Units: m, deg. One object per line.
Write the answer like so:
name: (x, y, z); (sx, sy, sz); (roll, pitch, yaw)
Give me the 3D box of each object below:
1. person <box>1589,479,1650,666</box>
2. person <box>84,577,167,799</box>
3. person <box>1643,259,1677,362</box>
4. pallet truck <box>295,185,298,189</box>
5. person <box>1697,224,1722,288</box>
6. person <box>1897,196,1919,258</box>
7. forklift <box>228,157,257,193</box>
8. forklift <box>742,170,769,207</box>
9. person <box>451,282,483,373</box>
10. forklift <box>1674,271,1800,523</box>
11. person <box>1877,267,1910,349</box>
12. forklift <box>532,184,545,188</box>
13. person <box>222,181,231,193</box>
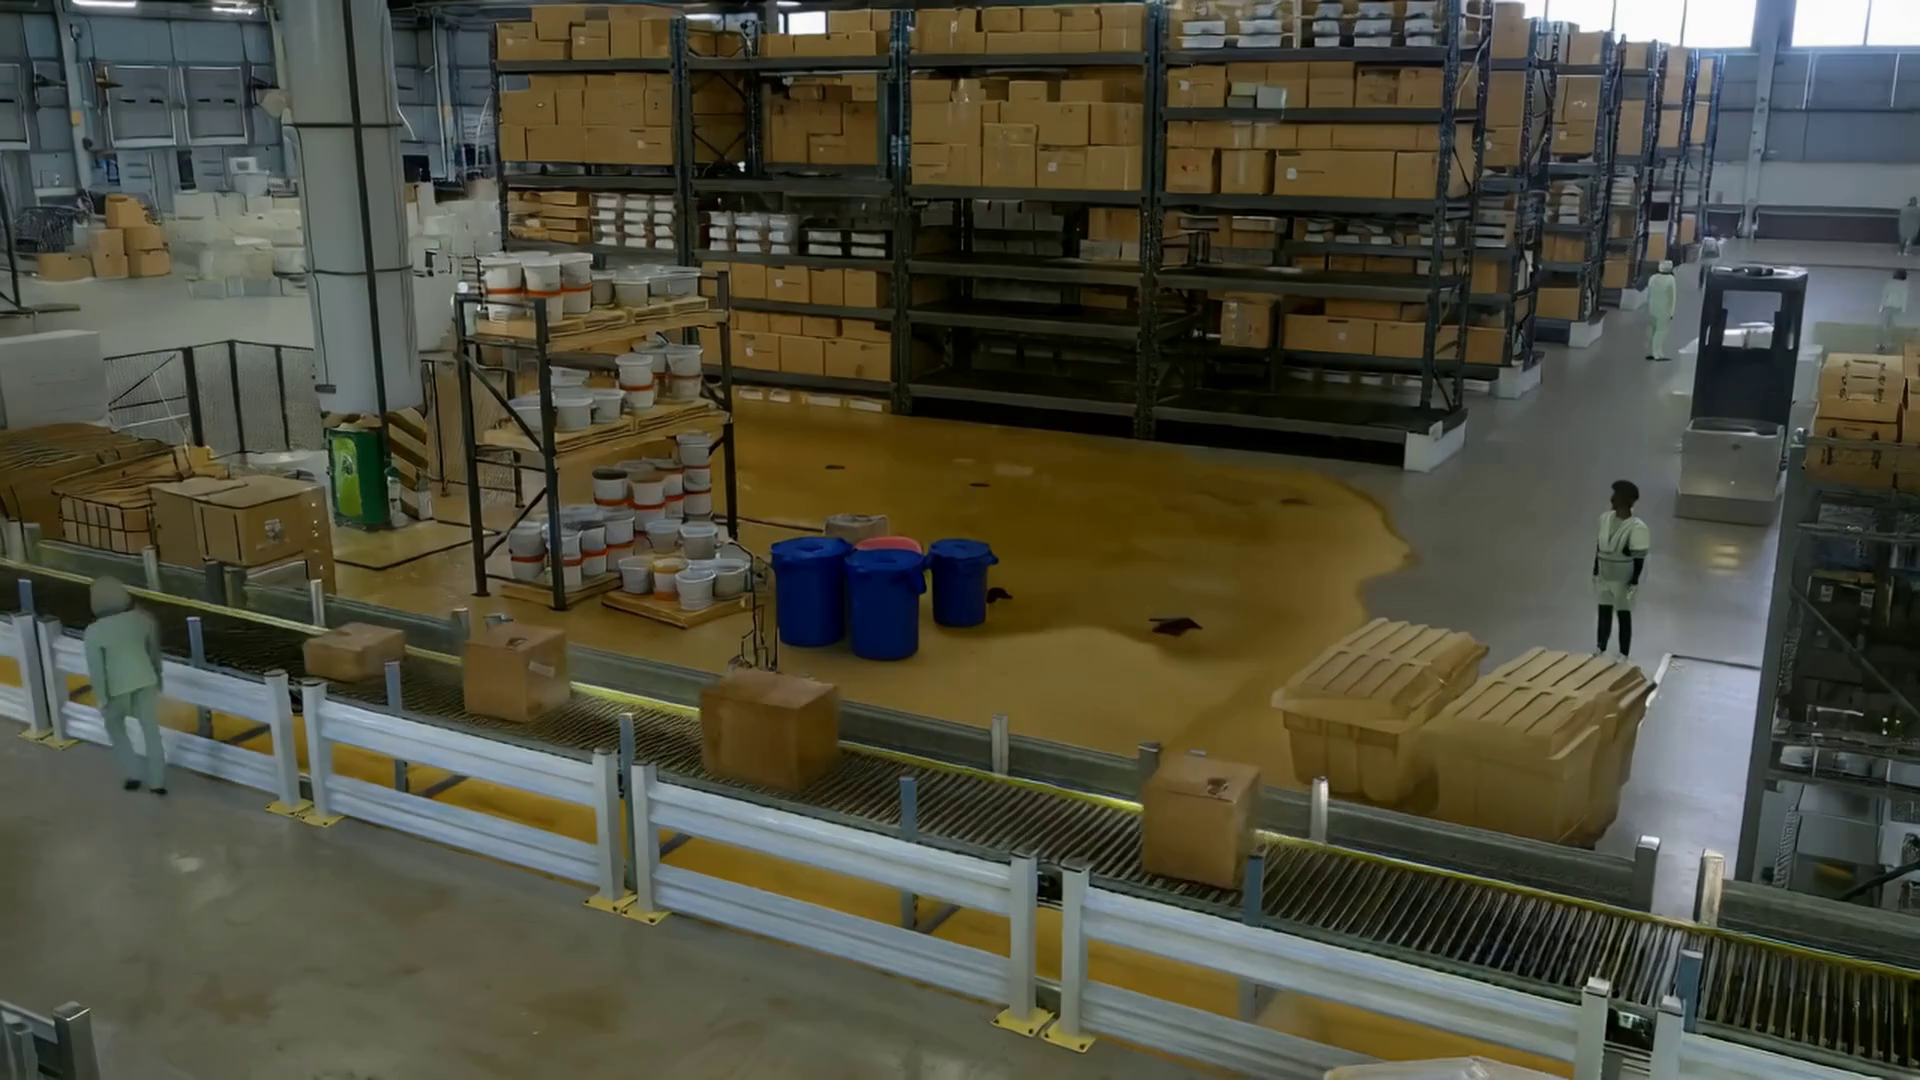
person: (5.593, 0.317, 14.175); (0.319, 1.697, 0.532); (-6, 16, -22)
person: (-5.805, 1.035, 11.626); (0.461, 1.616, 0.529); (13, 20, 41)
person: (13.137, -4.293, 31.128); (0.398, 1.899, 0.650); (-6, 16, -22)
pallet truck: (-26.804, -14.617, 69.738); (1.885, 1.965, 0.823); (-14, 20, -42)
person: (19.301, -7.297, 42.834); (0.560, 1.670, 0.672); (8, 17, 26)
person: (29.188, -9.621, 51.147); (0.406, 1.902, 0.636); (-6, 16, -22)
forklift: (-24.704, -11.836, 57.594); (1.873, 2.768, 1.129); (8, 17, 28)
forklift: (-6.355, -10.209, 51.478); (1.129, 2.768, 1.873); (8, 17, 28)
person: (-8.658, -3.692, 29.282); (0.546, 1.685, 0.323); (-12, 19, -38)
forklift: (9.269, -1.763, 19.726); (1.129, 2.768, 1.873); (8, 17, 27)
person: (18.308, -4.542, 32.594); (0.530, 1.603, 0.628); (-7, 16, -24)
forklift: (-16.254, -13.594, 64.203); (1.873, 2.768, 1.129); (1, 15, 2)
person: (-26.556, -11.991, 60.043); (0.638, 1.907, 0.674); (-5, 16, -18)
